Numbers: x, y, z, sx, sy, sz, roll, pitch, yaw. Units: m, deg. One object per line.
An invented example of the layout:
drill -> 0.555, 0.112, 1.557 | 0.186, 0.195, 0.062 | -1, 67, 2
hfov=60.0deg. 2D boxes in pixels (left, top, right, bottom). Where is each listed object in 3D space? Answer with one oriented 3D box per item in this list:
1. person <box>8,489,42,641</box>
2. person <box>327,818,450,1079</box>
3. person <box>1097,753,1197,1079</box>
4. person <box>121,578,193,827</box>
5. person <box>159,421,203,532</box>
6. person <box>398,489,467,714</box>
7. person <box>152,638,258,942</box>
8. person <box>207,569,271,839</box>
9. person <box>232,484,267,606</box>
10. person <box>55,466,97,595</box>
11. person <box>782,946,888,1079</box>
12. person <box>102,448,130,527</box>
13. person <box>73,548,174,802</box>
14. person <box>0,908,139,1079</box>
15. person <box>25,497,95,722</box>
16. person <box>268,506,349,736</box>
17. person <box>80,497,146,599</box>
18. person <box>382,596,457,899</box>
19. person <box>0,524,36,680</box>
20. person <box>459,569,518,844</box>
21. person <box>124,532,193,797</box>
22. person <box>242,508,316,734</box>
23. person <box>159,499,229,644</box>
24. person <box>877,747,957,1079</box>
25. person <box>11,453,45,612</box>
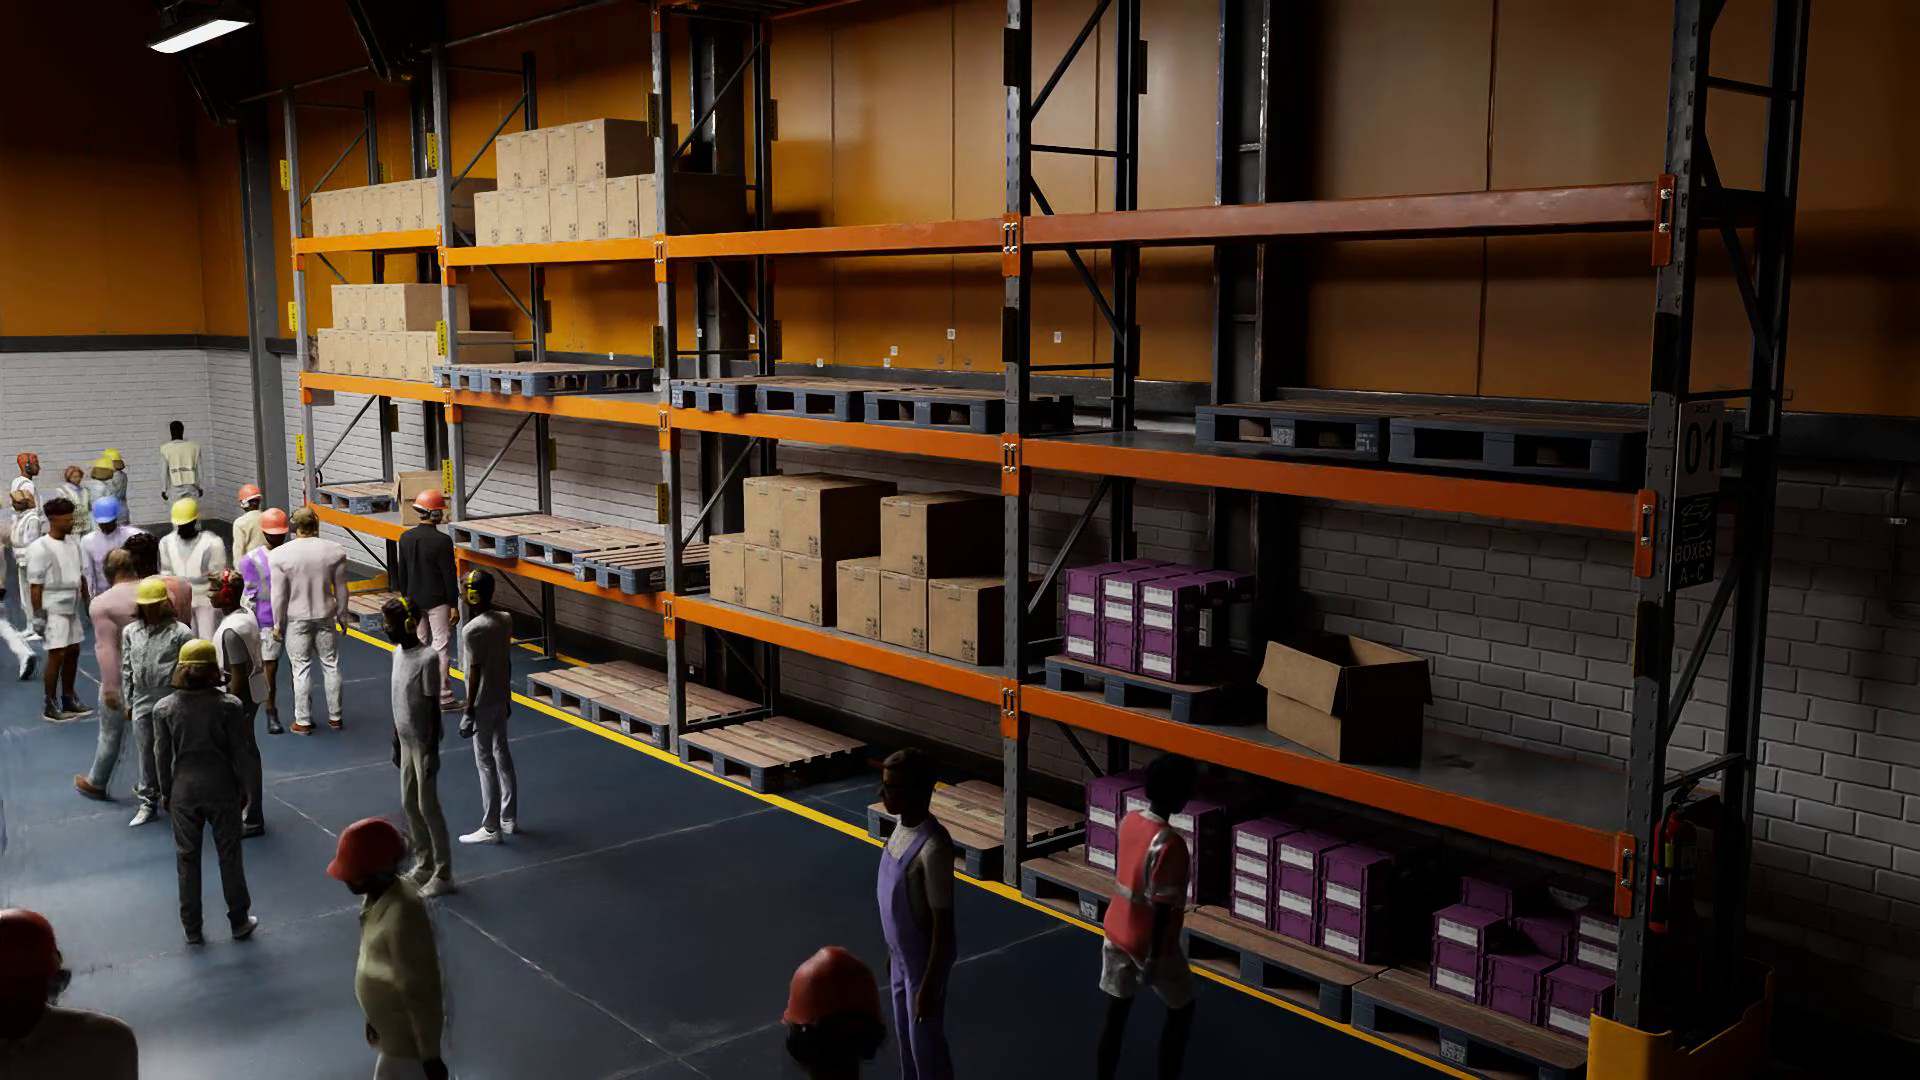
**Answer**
person -> -10.039, 0.261, 17.944 | 0.535, 1.634, 0.310 | 7, 11, 41
person -> -2.131, 1.878, 6.474 | 0.612, 1.713, 0.589 | -3, 9, -22
person -> 0.826, 1.765, 7.360 | 0.434, 1.668, 0.540 | -4, 9, -27
person -> -5.569, 1.124, 11.563 | 0.484, 1.744, 0.297 | -1, 8, -6
person -> -11.329, -0.782, 24.252 | 0.403, 1.910, 0.591 | 8, 11, 43
person -> -4.672, 0.542, 14.739 | 0.623, 1.992, 0.396 | 4, 9, 26
person -> -4.321, 1.424, 9.514 | 0.487, 1.733, 0.327 | -2, 8, -14
person -> -4.904, 1.107, 11.324 | 0.390, 1.846, 0.565 | -3, 9, -20
person -> -7.381, 0.287, 17.416 | 0.352, 1.738, 0.577 | 3, 9, 23
person -> -10.897, -0.113, 20.567 | 0.669, 1.609, 0.566 | 2, 8, 10
person -> -0.275, 2.066, 4.151 | 0.643, 2.005, 0.840 | -4, 9, -28
person -> -10.954, -0.317, 21.582 | 0.294, 1.744, 0.487 | -1, 8, -7
person -> -6.018, 0.991, 12.070 | 1.035, 1.866, 0.666 | 4, 9, 25
person -> -2.625, 1.991, 4.715 | 0.619, 1.986, 0.410 | -3, 9, -22
person -> -7.835, 0.598, 14.490 | 0.390, 1.955, 0.627 | 1, 8, 5
person -> -5.466, 0.677, 14.000 | 0.635, 1.936, 0.354 | -6, 10, -37
person -> -7.624, 0.546, 15.038 | 0.629, 1.895, 0.894 | 0, 8, -3
person -> -3.340, 1.262, 10.227 | 0.322, 1.855, 0.530 | -8, 11, -44
person -> -9.288, 0.429, 15.844 | 0.811, 1.898, 0.600 | 2, 8, 12
person -> -3.196, 1.116, 11.206 | 0.329, 1.865, 0.507 | 2, 9, 16
person -> -5.934, 0.912, 12.285 | 0.385, 1.959, 0.601 | 4, 9, 24
person -> -5.735, 0.680, 14.041 | 0.548, 1.924, 0.387 | -7, 11, -40
person -> -6.915, 0.549, 15.058 | 0.594, 1.896, 0.544 | 0, 8, 2
person -> -0.190, 1.751, 6.847 | 0.343, 1.847, 0.506 | -3, 9, -19
person -> -10.944, -0.089, 19.555 | 0.350, 1.878, 0.567 | -7, 11, -40
